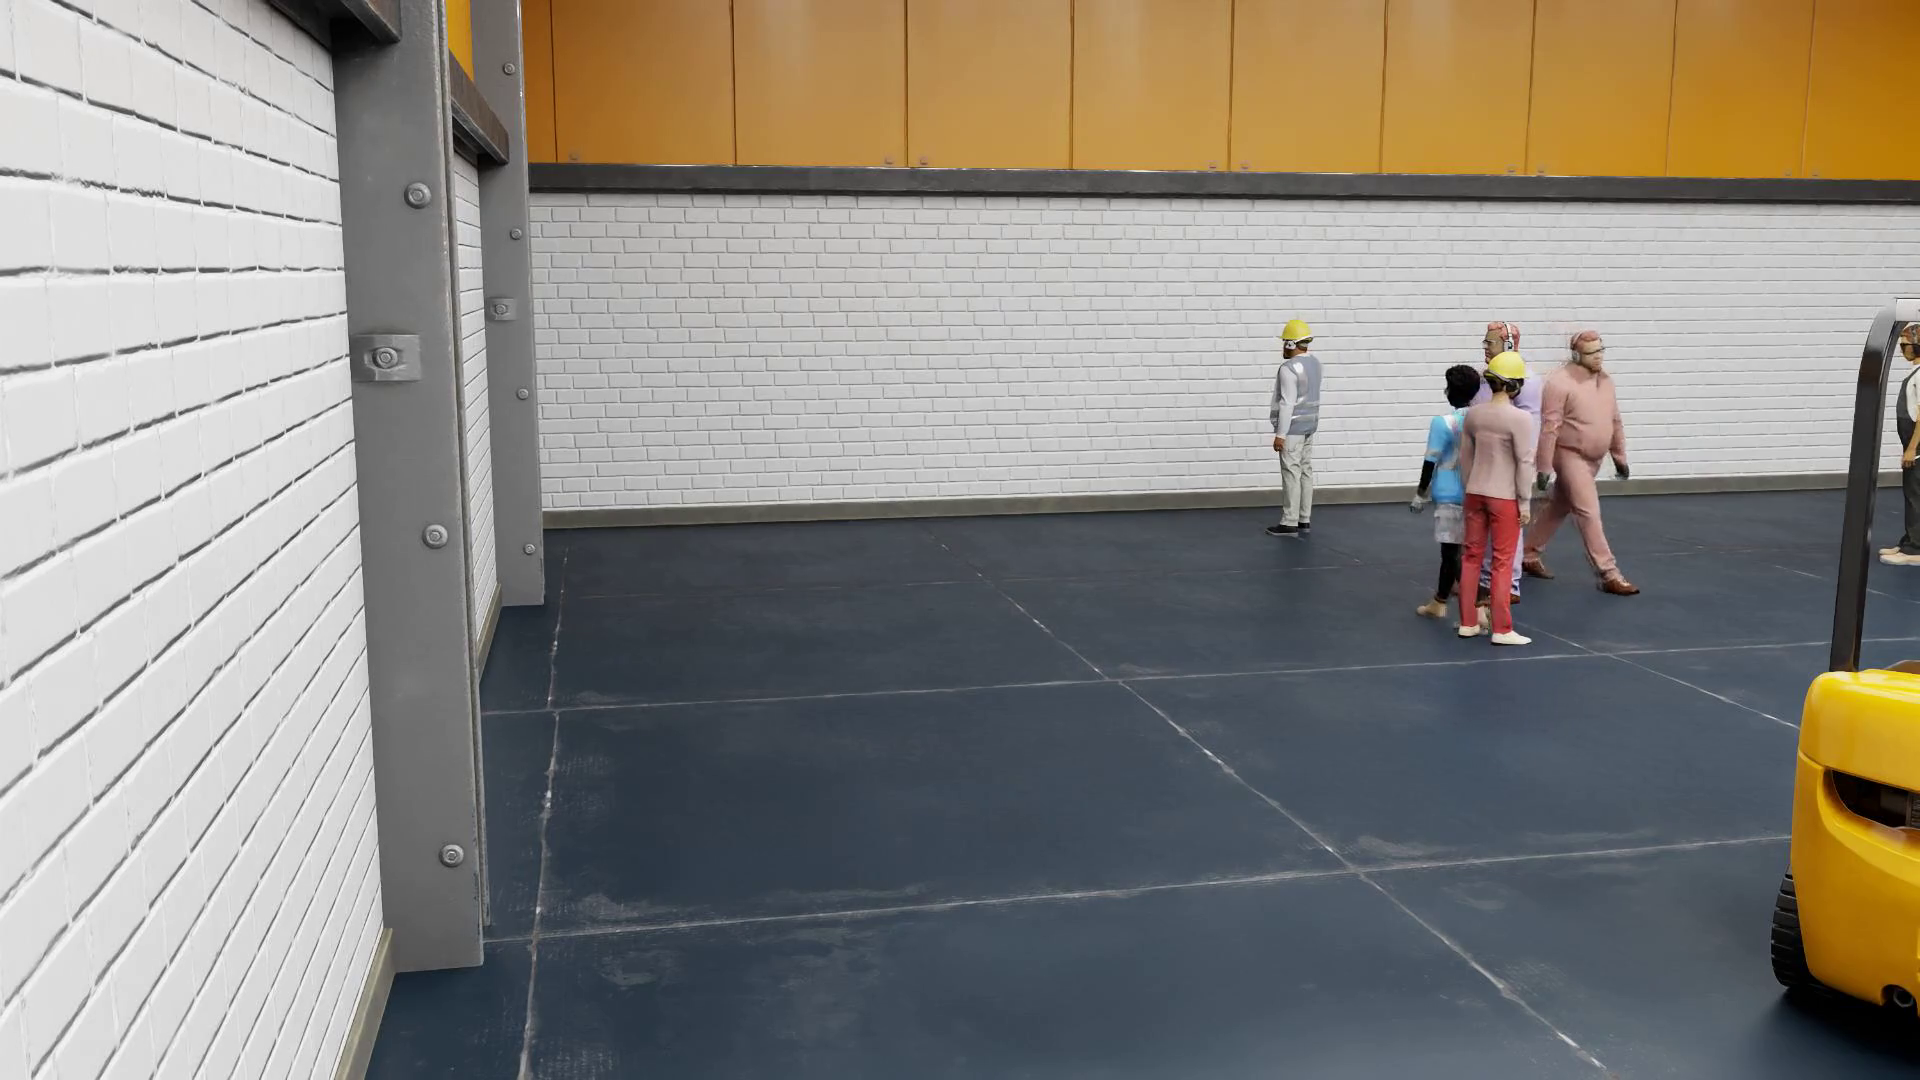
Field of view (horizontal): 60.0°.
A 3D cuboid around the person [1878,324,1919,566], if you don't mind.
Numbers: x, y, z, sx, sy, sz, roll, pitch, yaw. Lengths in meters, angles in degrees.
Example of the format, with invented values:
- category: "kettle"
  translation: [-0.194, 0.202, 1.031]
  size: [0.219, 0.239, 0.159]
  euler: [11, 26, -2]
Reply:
- category: "person"
  translation: [7.275, -0.722, 12.693]
  size: [0.344, 1.839, 0.504]
  euler: [5, 11, 30]

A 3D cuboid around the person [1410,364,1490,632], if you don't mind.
- category: "person"
  translation: [3.143, -0.260, 10.435]
  size: [0.540, 1.666, 0.702]
  euler: [-6, 11, -32]

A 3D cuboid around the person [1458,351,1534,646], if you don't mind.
- category: "person"
  translation: [3.242, -0.251, 10.042]
  size: [0.331, 1.768, 0.526]
  euler: [-5, 11, -29]

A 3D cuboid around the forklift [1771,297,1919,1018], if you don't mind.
- category: "forklift"
  translation: [3.542, 0.334, 5.177]
  size: [2.313, 2.155, 1.214]
  euler: [-9, 13, -43]

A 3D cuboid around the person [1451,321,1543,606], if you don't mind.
- category: "person"
  translation: [3.612, -0.515, 11.222]
  size: [0.409, 1.907, 0.651]
  euler: [-2, 10, -12]

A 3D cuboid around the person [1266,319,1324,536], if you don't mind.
- category: "person"
  translation: [2.824, -0.947, 14.079]
  size: [0.403, 1.833, 0.591]
  euler: [7, 12, 36]

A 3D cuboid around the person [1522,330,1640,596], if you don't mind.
- category: "person"
  translation: [4.385, -0.566, 11.765]
  size: [0.741, 1.845, 1.035]
  euler: [-7, 11, -35]
